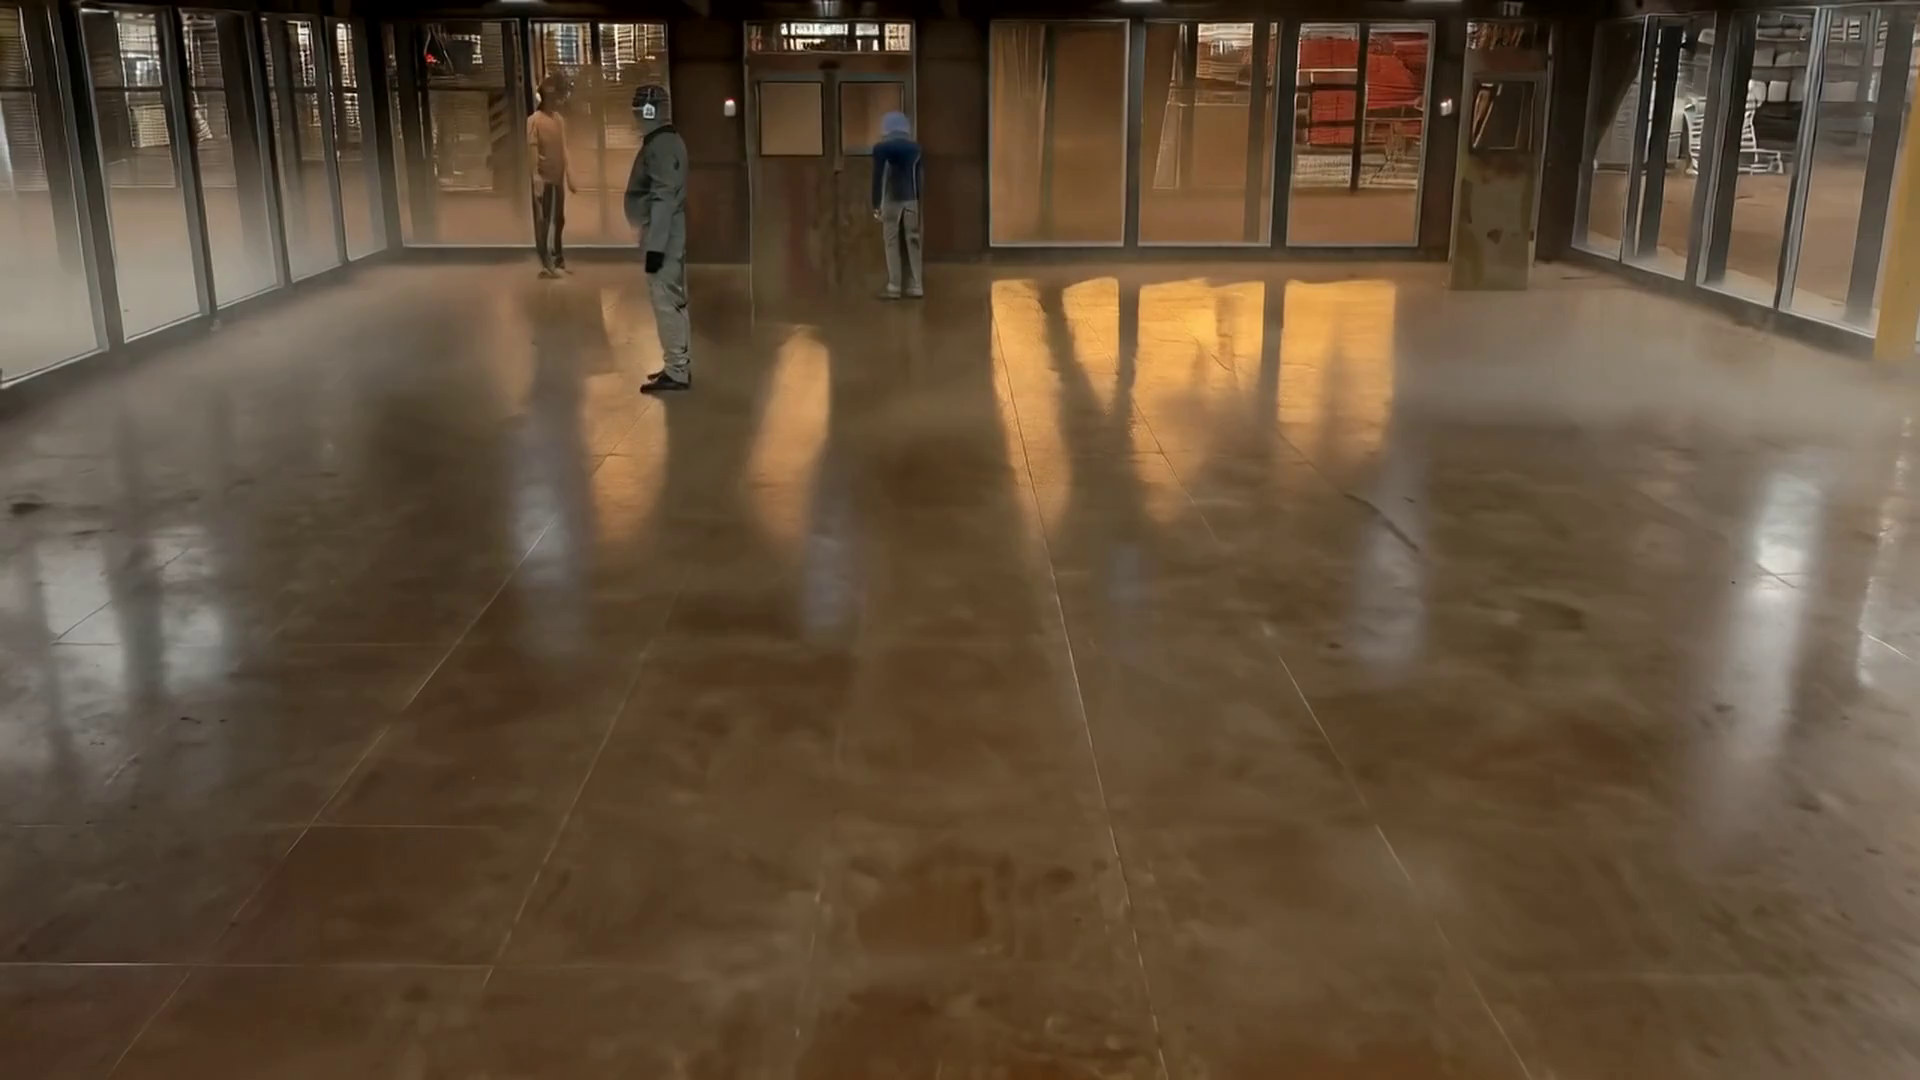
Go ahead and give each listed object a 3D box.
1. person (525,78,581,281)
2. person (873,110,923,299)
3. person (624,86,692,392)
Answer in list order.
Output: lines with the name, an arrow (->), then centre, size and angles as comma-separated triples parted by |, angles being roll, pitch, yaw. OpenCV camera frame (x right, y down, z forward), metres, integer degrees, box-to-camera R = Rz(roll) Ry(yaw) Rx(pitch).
person -> -3.862, -3.396, 15.729 | 0.324, 1.871, 0.526 | 7, 18, 22
person -> -0.543, -2.941, 14.611 | 0.499, 1.626, 0.287 | -12, 20, -34
person -> -1.916, -1.898, 10.562 | 0.404, 1.906, 0.651 | 0, 16, -1
